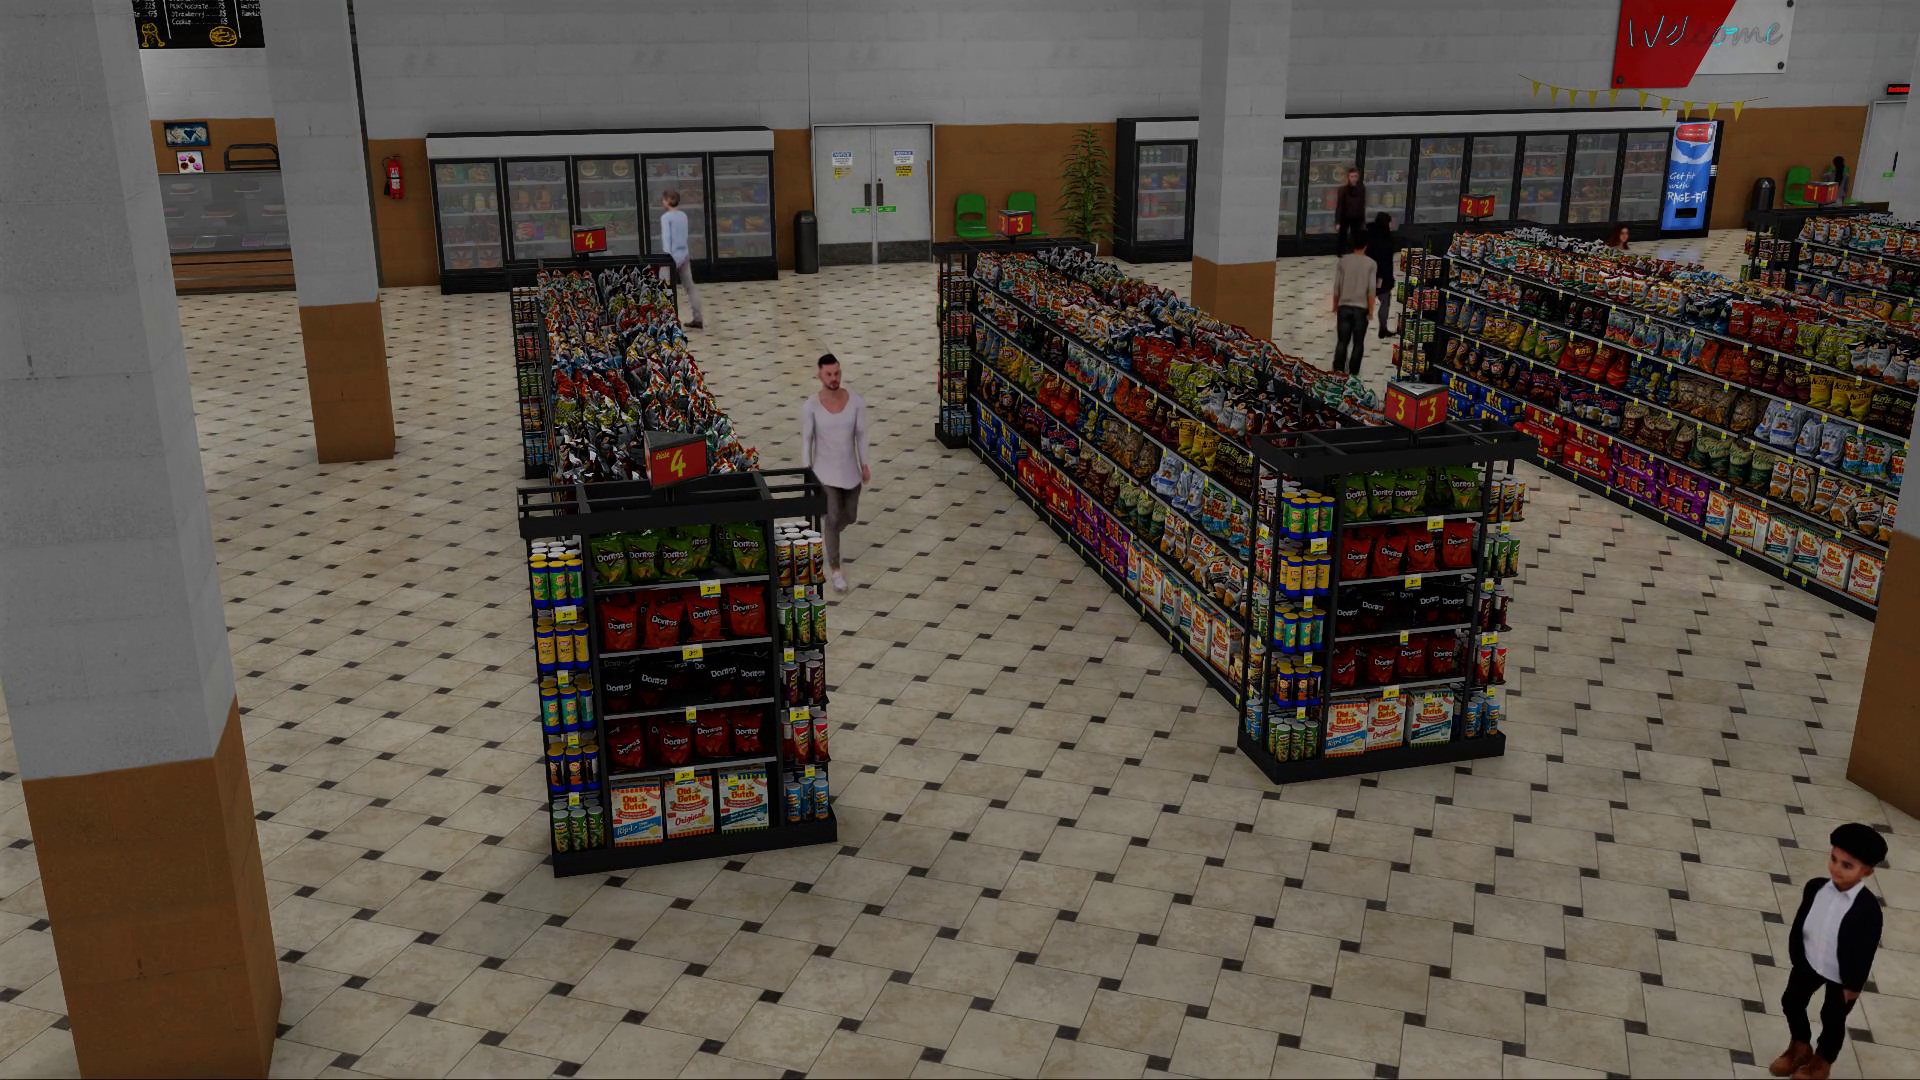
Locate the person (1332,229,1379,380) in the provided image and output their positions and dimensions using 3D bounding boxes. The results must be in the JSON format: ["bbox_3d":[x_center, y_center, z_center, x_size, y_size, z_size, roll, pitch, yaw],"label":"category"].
[{"bbox_3d":[4.487,-2.624,19.071,1.091,1.778,1.201,8,20,22],"label":"person"}]

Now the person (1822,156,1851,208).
[{"bbox_3d":[14.858,-5.701,28.353,0.697,1.679,0.701,1,19,4],"label":"person"}]

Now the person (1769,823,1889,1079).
[{"bbox_3d":[3.712,1.739,7.007,0.613,1.218,0.489,-9,21,-26],"label":"person"}]

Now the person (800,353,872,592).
[{"bbox_3d":[-0.971,-0.560,12.885,0.739,1.818,1.101,-7,20,-19],"label":"person"}]

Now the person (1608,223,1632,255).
[{"bbox_3d":[7.931,-2.988,20.231,0.562,1.727,0.492,-5,19,-14],"label":"person"}]

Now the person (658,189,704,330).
[{"bbox_3d":[-3.702,-3.688,22.137,1.288,1.836,1.193,12,22,31],"label":"person"}]

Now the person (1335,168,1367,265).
[{"bbox_3d":[6.220,-5.090,26.592,0.855,1.645,1.204,-2,19,-5],"label":"person"}]
